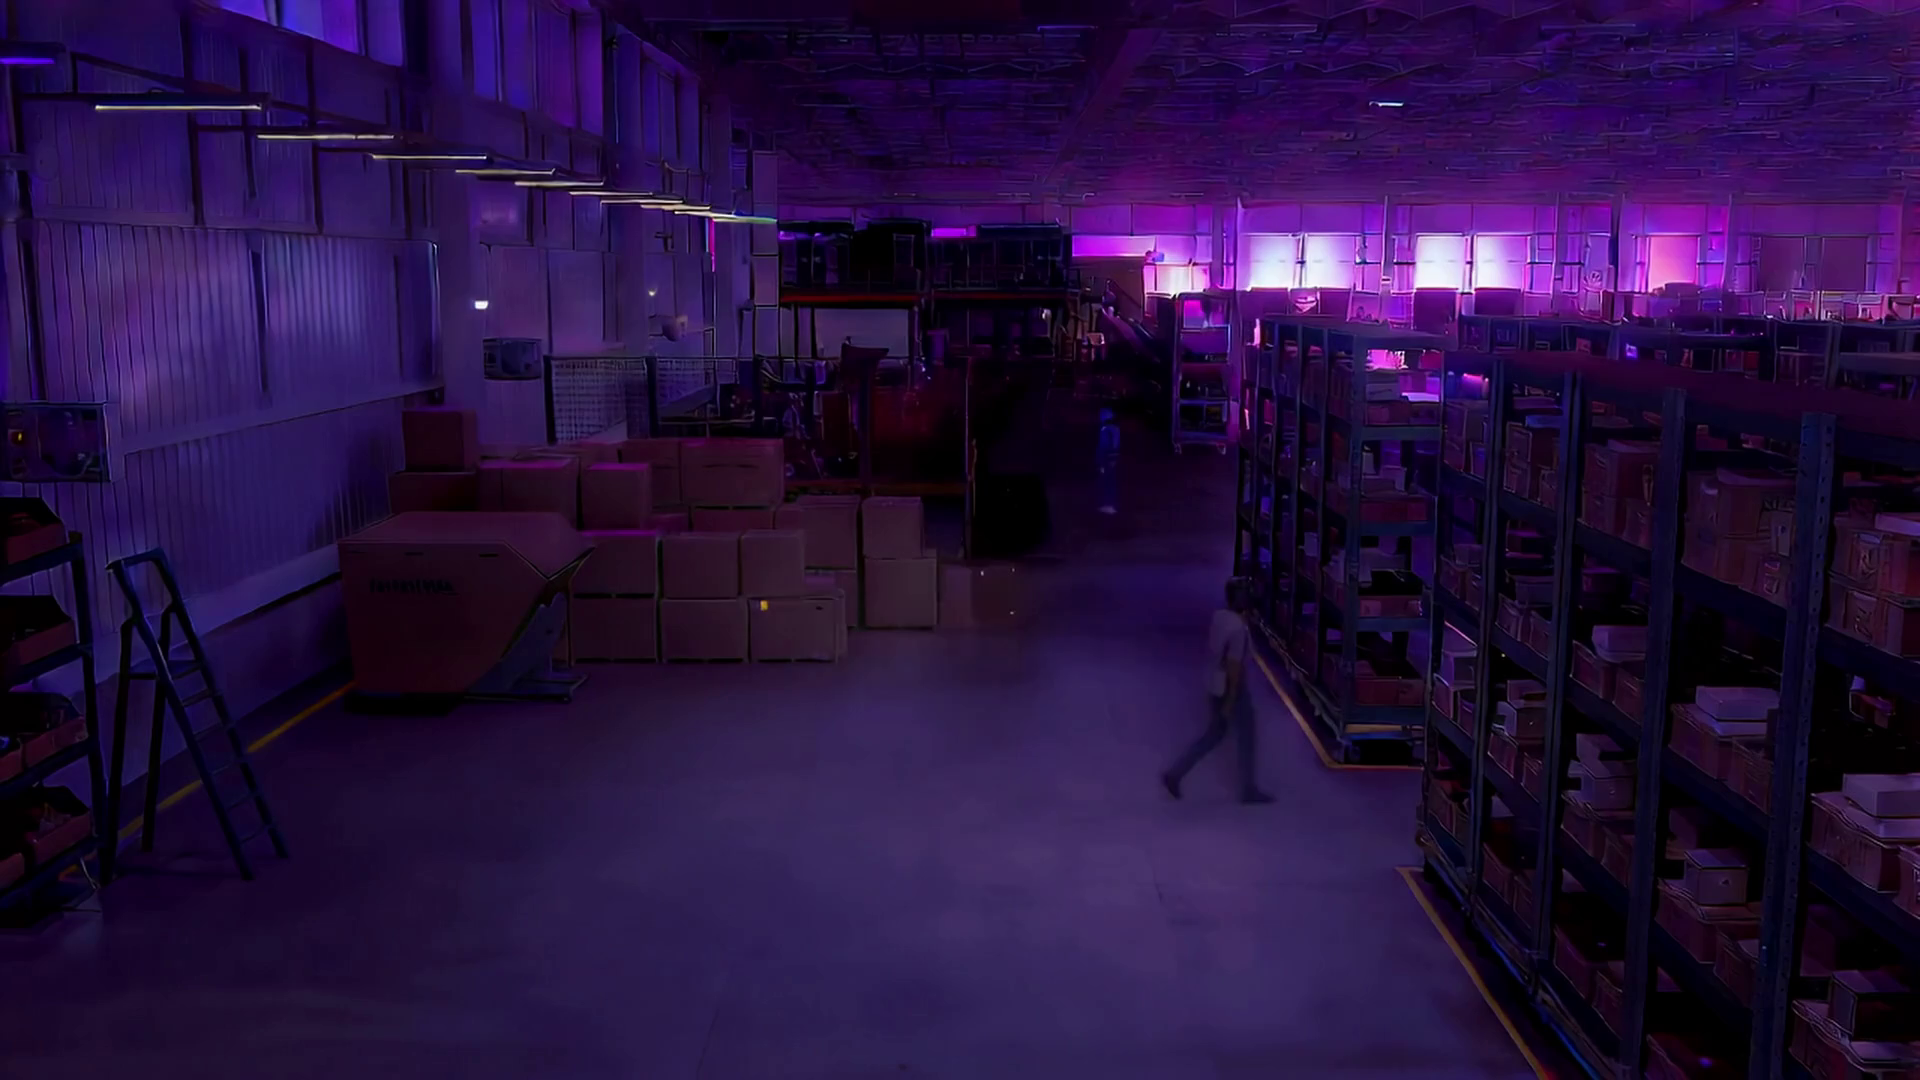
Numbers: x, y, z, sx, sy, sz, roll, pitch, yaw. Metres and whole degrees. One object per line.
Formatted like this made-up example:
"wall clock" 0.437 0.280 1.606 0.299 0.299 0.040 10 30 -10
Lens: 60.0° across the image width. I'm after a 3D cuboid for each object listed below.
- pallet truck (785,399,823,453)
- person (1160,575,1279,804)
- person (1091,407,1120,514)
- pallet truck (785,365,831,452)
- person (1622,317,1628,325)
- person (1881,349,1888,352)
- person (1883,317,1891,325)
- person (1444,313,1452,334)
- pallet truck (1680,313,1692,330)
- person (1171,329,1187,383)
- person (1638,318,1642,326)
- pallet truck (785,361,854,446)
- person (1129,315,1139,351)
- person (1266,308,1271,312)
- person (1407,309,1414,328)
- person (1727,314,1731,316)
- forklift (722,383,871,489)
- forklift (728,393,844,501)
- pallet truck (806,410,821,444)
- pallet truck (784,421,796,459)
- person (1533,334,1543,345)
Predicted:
"pallet truck" -3.814 -2.432 36.419 1.630 1.274 0.653 0 9 1
"person" 2.010 1.155 12.730 0.854 1.819 0.587 -1 9 -9
"person" 2.462 -1.327 28.022 0.424 1.818 0.591 7 12 38
"pallet truck" -3.774 -2.976 37.635 1.885 1.965 0.823 1 9 5
"person" 31.038 -9.439 77.758 0.588 1.918 0.399 5 10 26
"person" 27.218 -4.729 49.069 0.596 1.802 0.835 0 9 -1
"person" 44.418 -9.731 79.677 0.635 1.893 1.057 -5 10 -26
"person" 25.154 -10.761 85.857 0.412 1.940 0.601 -3 10 -15
"pallet truck" 36.315 -10.531 84.244 0.823 1.965 1.885 -6 11 -33
"person" 7.983 -6.776 61.002 0.521 2.030 0.622 3 10 20
"person" 35.465 -10.756 86.657 0.531 1.671 0.830 -8 12 -41
"pallet truck" -3.410 -3.193 38.978 1.885 1.965 0.823 0 9 -1
"person" 8.874 -10.559 84.896 0.633 1.843 0.429 5 11 30
"person" 17.890 -12.482 96.469 0.543 1.935 0.366 -6 11 -32
"person" 25.617 -12.192 94.740 0.400 1.918 0.589 8 12 39
"person" 40.725 -11.085 88.175 0.405 1.827 0.535 0 9 -1
"forklift" -2.893 -1.687 28.729 2.680 1.987 1.157 0 9 -1
"forklift" -2.979 -1.316 26.476 2.680 1.987 1.157 0 9 1
"pallet truck" -3.559 -2.018 33.905 1.522 1.261 0.704 0 9 -1
"pallet truck" -4.013 -1.793 32.705 1.601 1.201 0.680 0 9 1
"person" 24.131 -8.178 69.733 0.622 1.992 0.392 0 9 1
